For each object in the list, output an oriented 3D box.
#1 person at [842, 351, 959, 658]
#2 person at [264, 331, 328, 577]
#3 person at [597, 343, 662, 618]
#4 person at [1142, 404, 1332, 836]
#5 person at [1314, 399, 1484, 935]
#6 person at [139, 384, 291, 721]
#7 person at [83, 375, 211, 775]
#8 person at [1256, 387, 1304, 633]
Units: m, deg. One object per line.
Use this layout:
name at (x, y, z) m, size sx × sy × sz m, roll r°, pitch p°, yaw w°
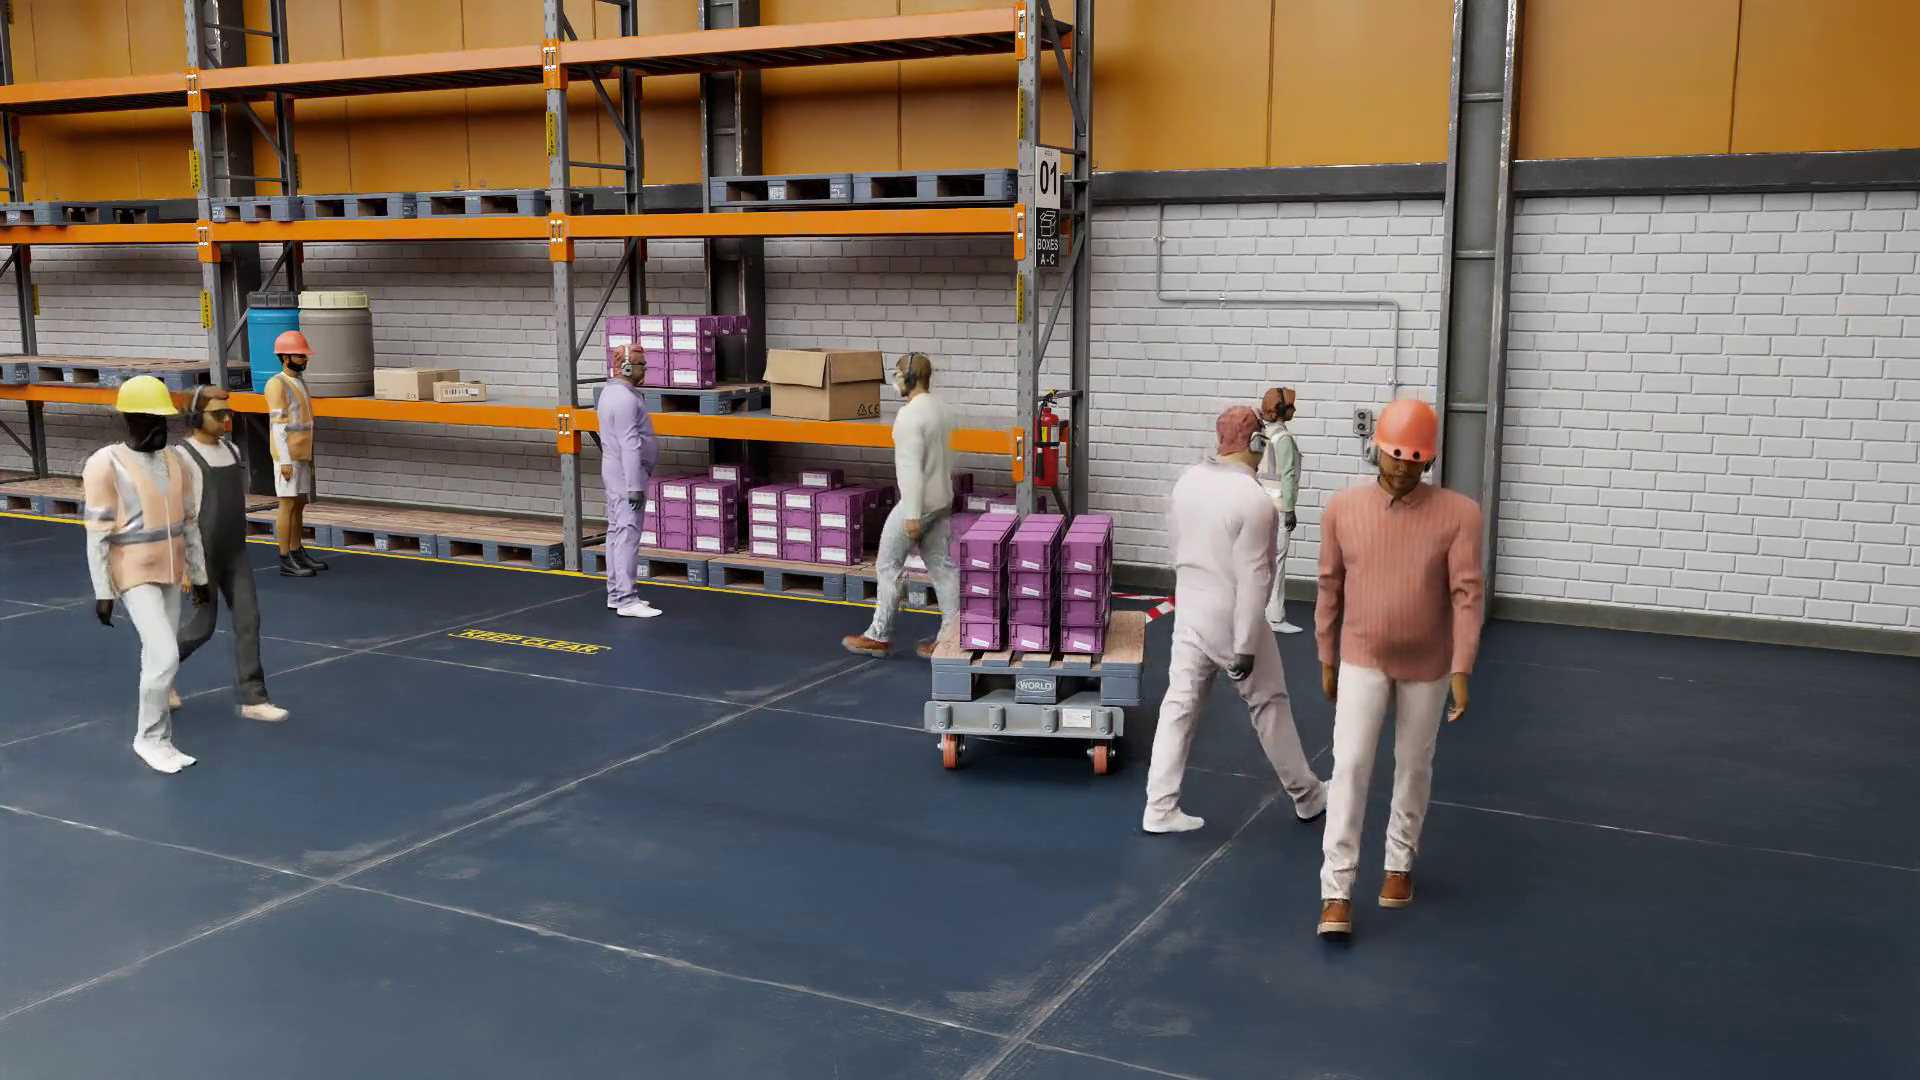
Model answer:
person at (-0.356, -0.206, 10.308) m, size 0.874 × 1.905 × 0.665 m, roll 4°, pitch 10°, yaw 21°
person at (-5.250, -0.681, 13.160) m, size 0.368 × 1.939 × 0.542 m, roll 0°, pitch 9°, yaw 0°
person at (-2.302, -0.418, 11.640) m, size 0.400 × 1.907 × 0.645 m, roll -4°, pitch 10°, yaw -21°
person at (1.216, 0.347, 7.135) m, size 0.989 × 1.844 × 0.628 m, roll -5°, pitch 11°, yaw -30°
person at (1.571, 0.473, 6.042) m, size 0.603 × 1.944 × 0.920 m, roll 3°, pitch 10°, yaw 17°
person at (-4.039, 0.075, 8.881) m, size 0.815 × 1.825 × 0.508 m, roll 3°, pitch 10°, yaw 17°
person at (-3.814, 0.174, 7.948) m, size 0.500 × 1.912 × 0.611 m, roll 2°, pitch 10°, yaw 14°
person at (2.105, -0.202, 11.121) m, size 0.310 × 1.642 × 0.514 m, roll -2°, pitch 9°, yaw -13°
